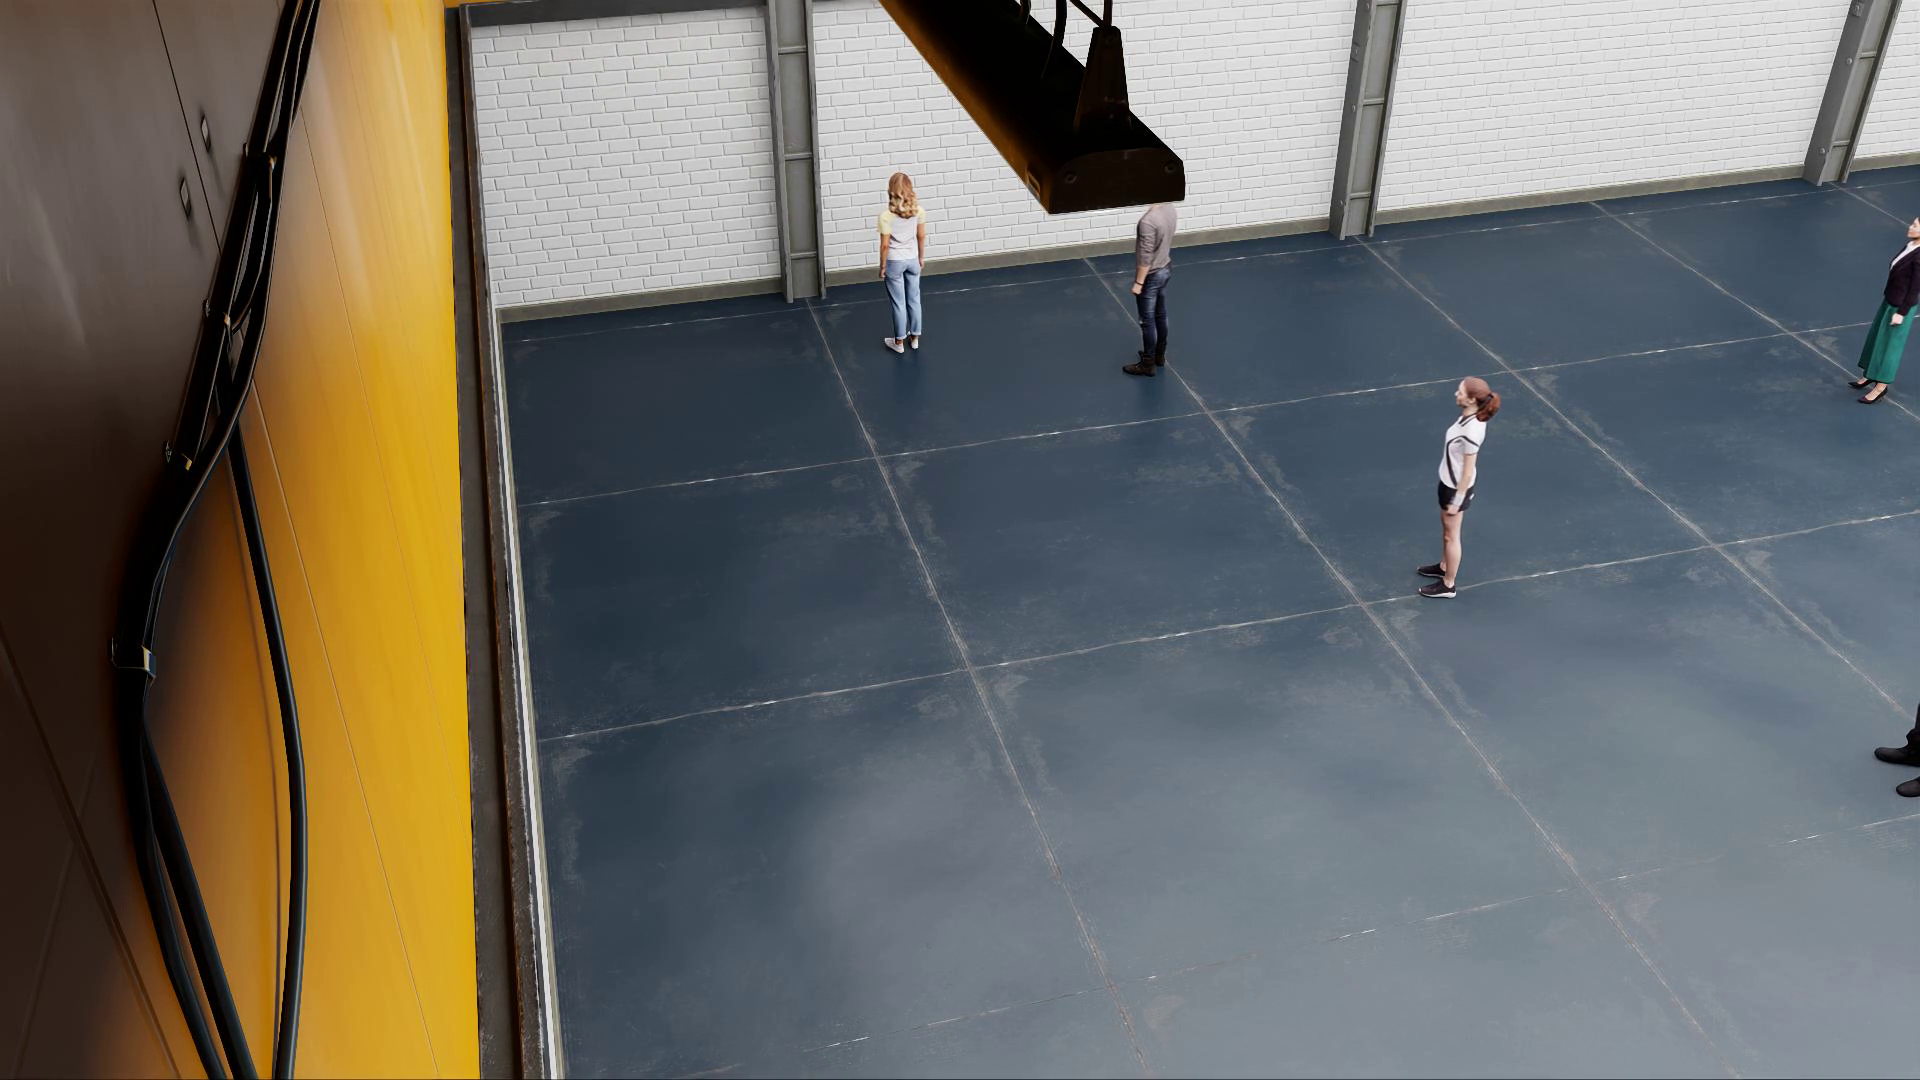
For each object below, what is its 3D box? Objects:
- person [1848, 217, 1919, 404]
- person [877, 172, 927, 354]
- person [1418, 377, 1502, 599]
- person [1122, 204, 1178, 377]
[{"bbox_3d":[8.161,-2.023,14.471,0.673,1.740,0.688,7,34,10],"label":"person"},{"bbox_3d":[-0.526,-2.540,15.264,0.574,1.723,0.737,-18,37,-24],"label":"person"},{"bbox_3d":[3.583,-0.385,11.996,0.676,1.751,0.663,6,34,9],"label":"person"},{"bbox_3d":[1.731,-2.378,14.856,0.819,1.904,0.745,20,39,27],"label":"person"}]
